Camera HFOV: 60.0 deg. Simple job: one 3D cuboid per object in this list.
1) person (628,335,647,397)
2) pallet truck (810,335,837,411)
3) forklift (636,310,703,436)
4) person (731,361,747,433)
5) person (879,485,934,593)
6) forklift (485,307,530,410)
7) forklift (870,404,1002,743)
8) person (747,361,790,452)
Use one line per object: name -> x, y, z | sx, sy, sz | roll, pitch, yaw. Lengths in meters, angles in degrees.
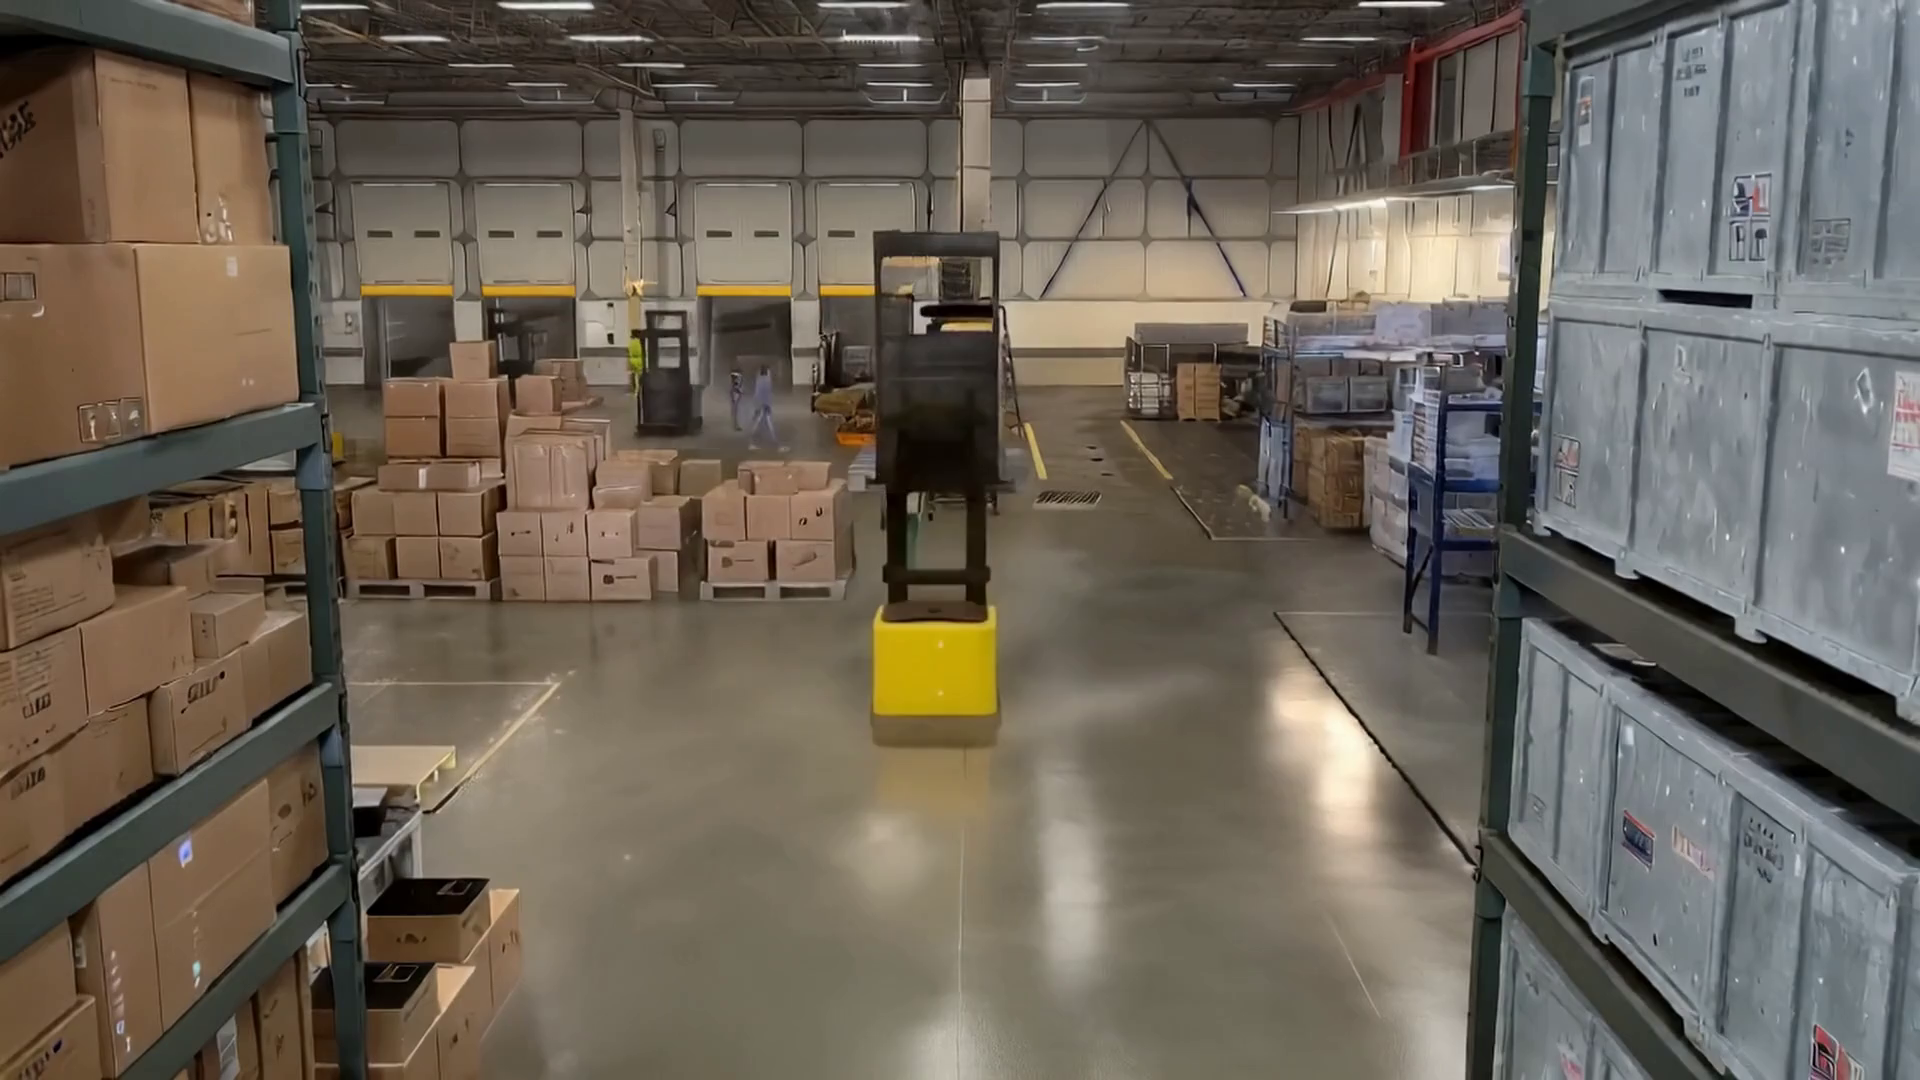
person -> -9.195, -5.015, 47.393 | 0.550, 1.929, 0.387 | 1, 10, 4
pallet truck -> -3.021, -4.312, 43.126 | 1.885, 1.965, 0.823 | 3, 10, 17
forklift -> -6.631, -3.862, 37.981 | 1.129, 2.768, 1.873 | 1, 10, 5
person -> -5.112, -3.298, 38.308 | 0.307, 1.640, 0.520 | 3, 10, 17
person -> -0.650, -0.315, 20.453 | 0.622, 1.863, 0.974 | 2, 10, 13
forklift -> -10.753, -4.150, 39.645 | 1.129, 2.768, 1.873 | 0, 10, 1
forklift -> -0.204, 0.205, 14.519 | 1.129, 2.768, 1.873 | 0, 10, 1
person -> -4.021, -2.776, 34.585 | 1.025, 1.884, 0.651 | 3, 10, 18
